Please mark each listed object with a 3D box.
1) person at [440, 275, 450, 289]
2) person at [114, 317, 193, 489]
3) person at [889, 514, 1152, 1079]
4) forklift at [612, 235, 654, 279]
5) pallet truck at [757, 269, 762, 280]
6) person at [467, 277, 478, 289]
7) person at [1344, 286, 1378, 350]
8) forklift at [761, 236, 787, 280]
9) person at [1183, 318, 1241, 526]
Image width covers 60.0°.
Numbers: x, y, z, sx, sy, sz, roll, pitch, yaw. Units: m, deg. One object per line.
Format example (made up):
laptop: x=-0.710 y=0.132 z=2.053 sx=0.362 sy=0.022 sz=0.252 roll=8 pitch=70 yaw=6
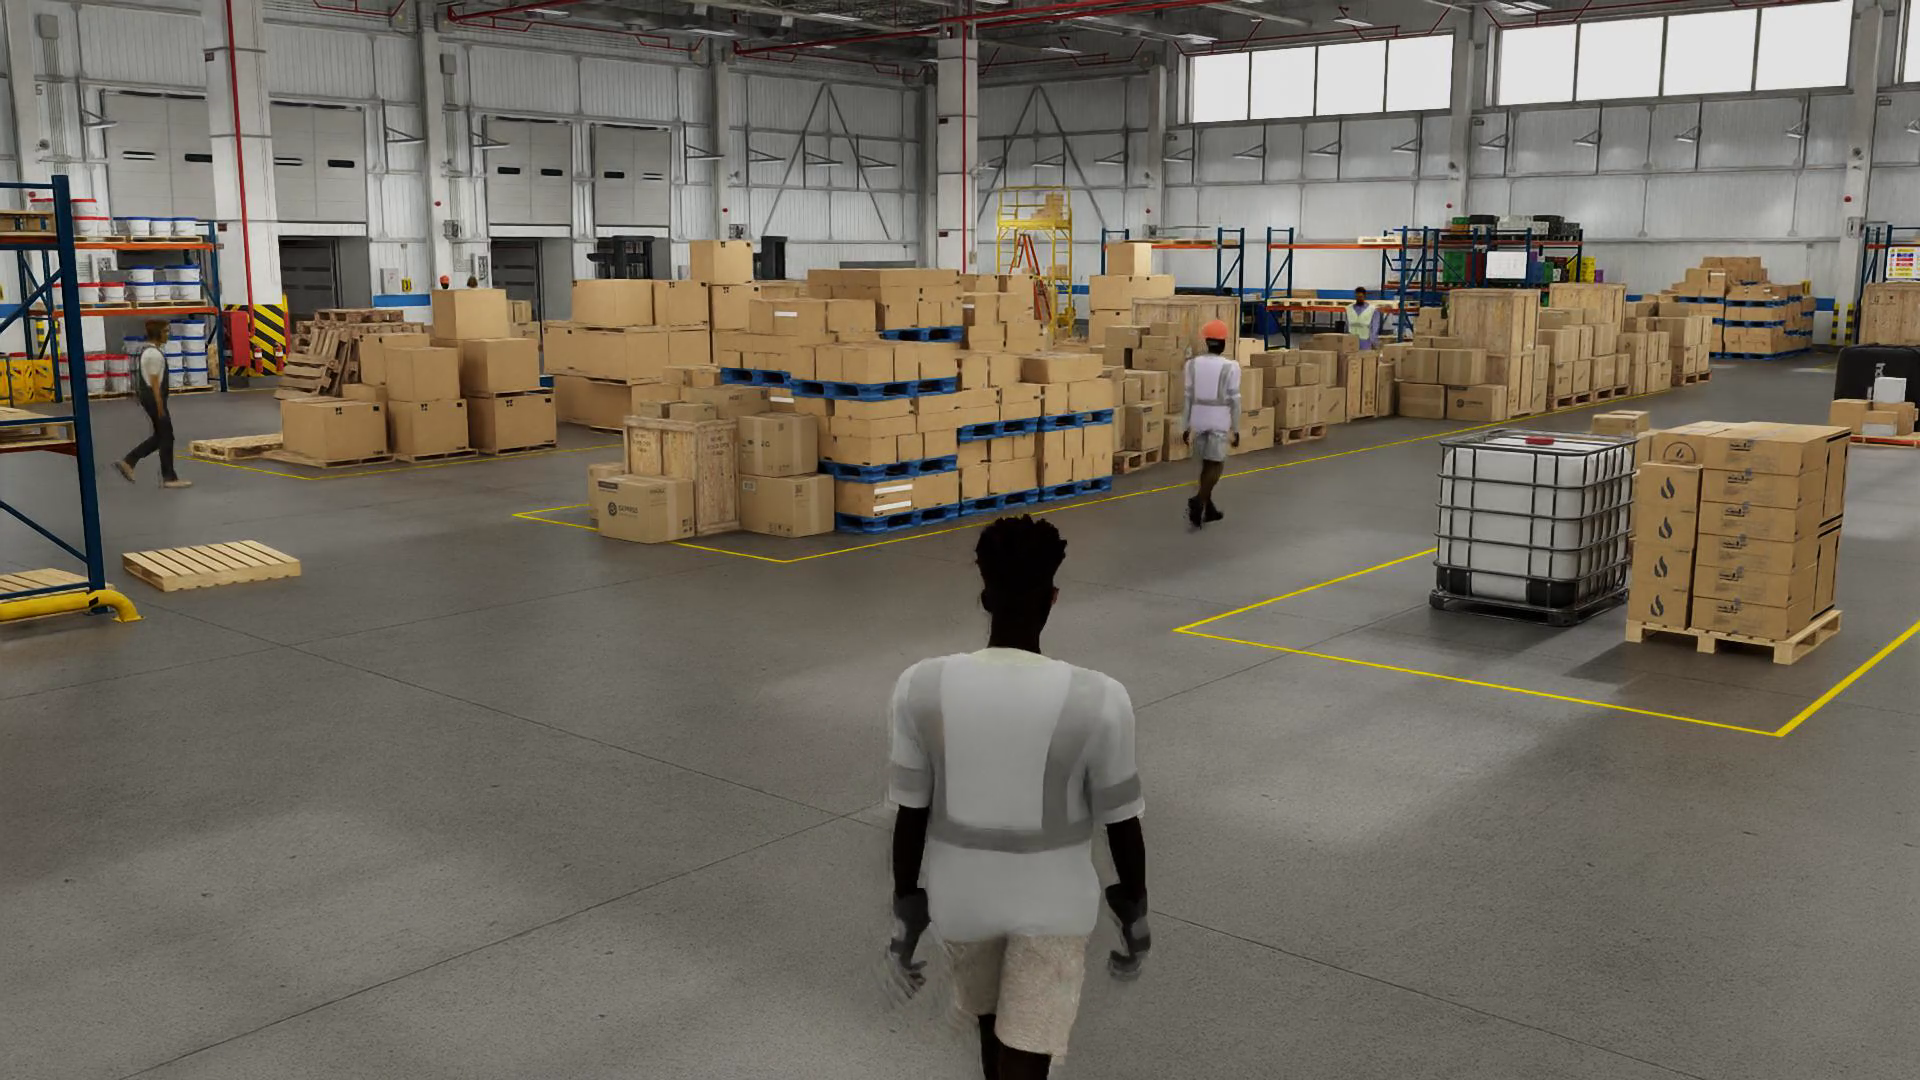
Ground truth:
person: x=-11.690 y=-5.060 z=37.885 sx=0.552 sy=1.936 sz=0.358 roll=-7 pitch=12 yaw=-36
person: x=-8.548 y=-1.427 z=17.534 sx=0.636 sy=1.830 sz=0.520 roll=-6 pitch=11 yaw=-30
person: x=0.147 y=0.885 z=4.120 sx=0.625 sy=1.915 sz=1.024 roll=3 pitch=10 yaw=18
forklift: x=-7.300 y=-5.450 z=37.421 sx=1.873 sy=2.768 sz=1.129 roll=8 pitch=13 yaw=40
pallet truck: x=-4.996 y=-6.432 z=45.525 sx=1.885 sy=1.965 sz=0.823 roll=-6 pitch=12 yaw=-32
person: x=-10.997 y=-4.981 z=37.578 sx=0.651 sy=1.891 sz=0.927 roll=-4 pitch=11 yaw=-22
person: x=7.128 y=-3.565 z=29.558 sx=0.598 sy=1.884 sz=0.796 roll=5 pitch=11 yaw=28
forklift: x=-4.452 y=-5.910 z=40.042 sx=1.873 sy=2.768 sz=1.129 roll=2 pitch=10 yaw=14
person: x=2.275 y=-1.064 z=15.237 sx=0.550 sy=1.916 sz=0.805 roll=7 pitch=12 yaw=33
